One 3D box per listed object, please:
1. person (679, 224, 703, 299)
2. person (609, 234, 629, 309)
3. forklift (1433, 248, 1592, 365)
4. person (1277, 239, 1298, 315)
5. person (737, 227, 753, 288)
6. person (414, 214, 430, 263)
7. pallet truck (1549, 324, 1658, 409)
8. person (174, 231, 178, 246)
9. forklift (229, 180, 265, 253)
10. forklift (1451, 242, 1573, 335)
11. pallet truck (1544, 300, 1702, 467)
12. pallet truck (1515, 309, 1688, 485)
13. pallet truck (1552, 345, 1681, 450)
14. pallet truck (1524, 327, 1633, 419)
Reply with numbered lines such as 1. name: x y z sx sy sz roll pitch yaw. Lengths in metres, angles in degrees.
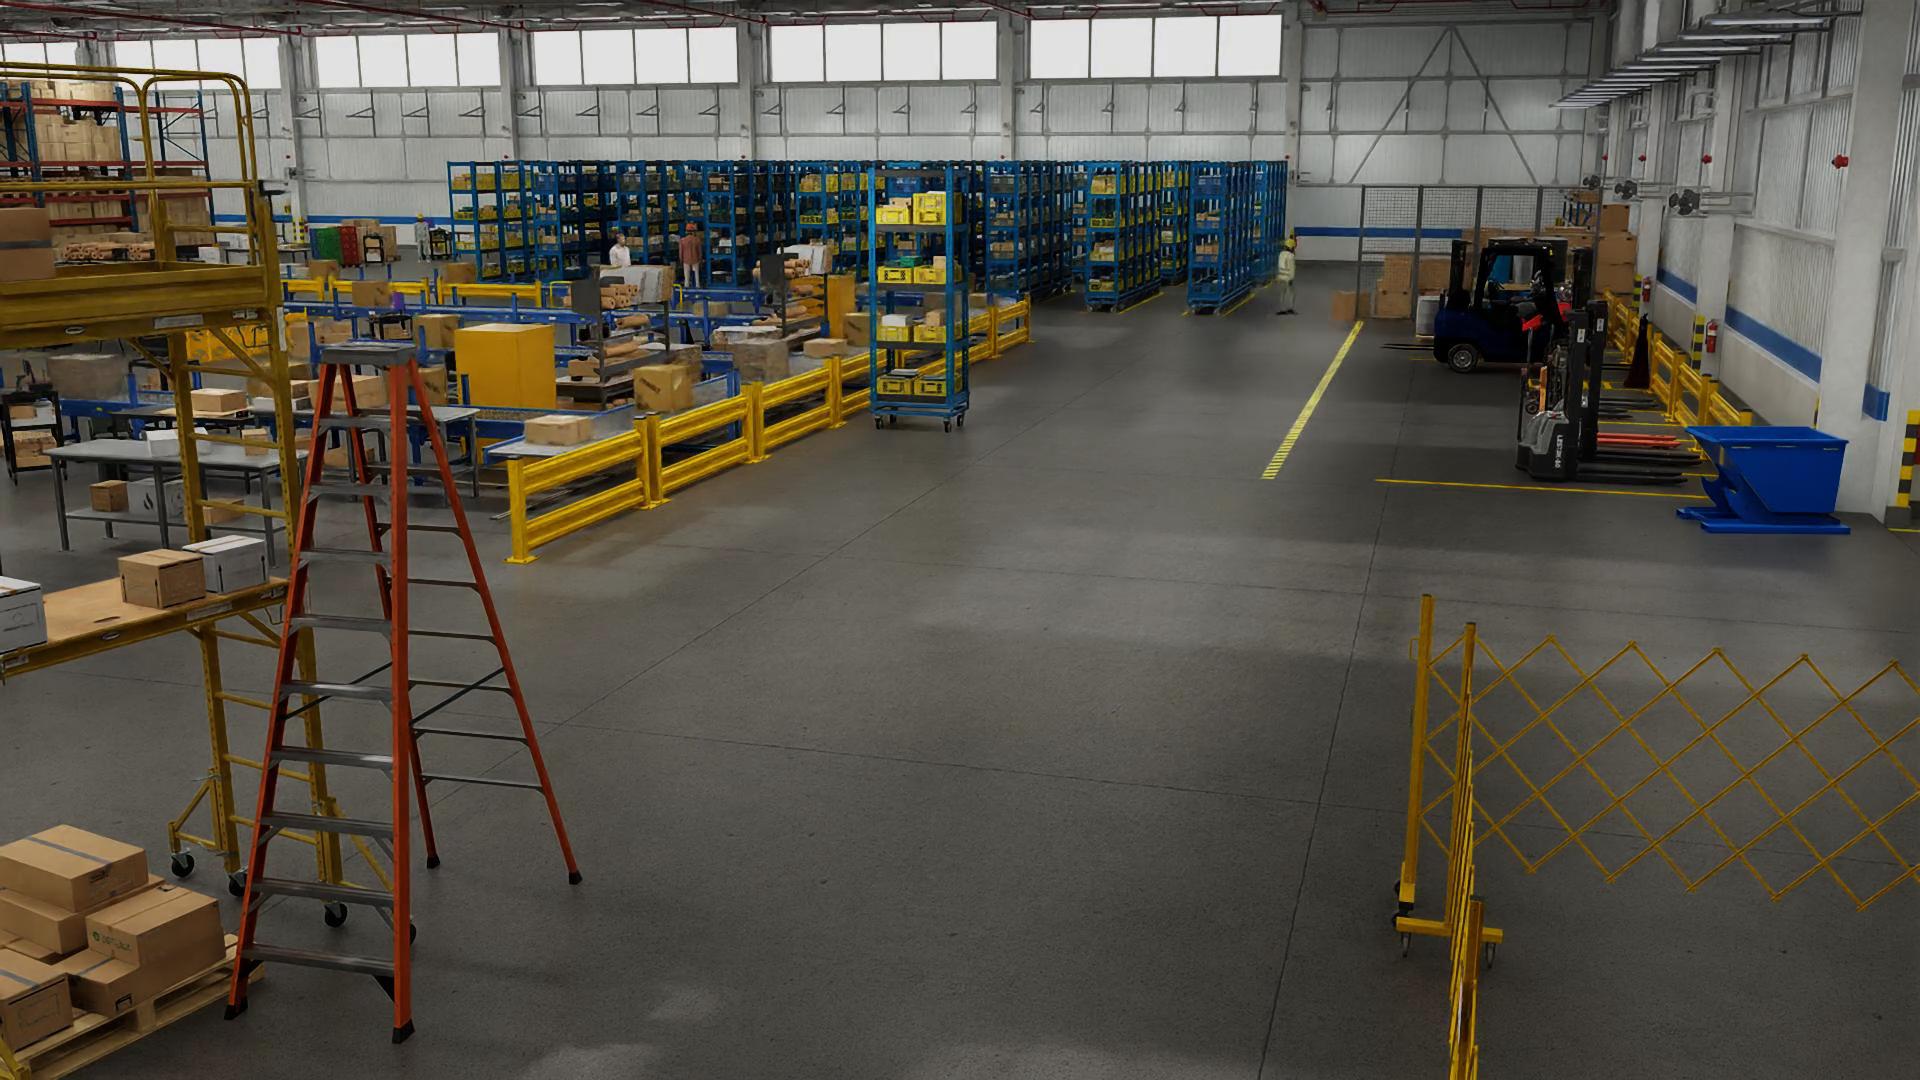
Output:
1. person: -7.099 -7.339 43.907 0.621 1.994 0.381 -2 13 -10
2. person: -8.169 -6.418 40.157 0.402 1.899 0.691 5 14 22
3. forklift: 9.780 -4.111 29.280 2.680 1.987 1.157 3 13 14
4. person: 7.845 -6.254 39.626 0.609 1.805 0.622 -6 14 -25
5. person: -6.001 -7.905 46.699 0.596 1.826 0.642 3 13 13
6. person: -19.143 -10.736 59.168 0.497 1.731 0.381 -5 14 -22
7. pallet truck: 9.824 -2.669 25.407 1.601 1.201 0.680 4 14 16
8. person: -24.528 -9.050 51.436 0.608 1.937 0.414 -7 15 -26
9. forklift: -27.344 -12.556 64.508 1.873 2.768 1.129 4 14 16
10. forklift: 10.464 -4.597 31.405 2.680 1.987 1.157 4 14 16
11. pallet truck: 8.263 -1.952 20.631 1.885 1.965 0.823 5 14 20
12. pallet truck: 7.554 -1.677 19.446 1.885 1.965 0.823 3 13 14
13. pallet truck: 8.641 -1.896 21.908 1.630 1.274 0.653 4 14 16
14. pallet truck: 9.065 -2.460 24.370 1.522 1.261 0.704 3 13 14
